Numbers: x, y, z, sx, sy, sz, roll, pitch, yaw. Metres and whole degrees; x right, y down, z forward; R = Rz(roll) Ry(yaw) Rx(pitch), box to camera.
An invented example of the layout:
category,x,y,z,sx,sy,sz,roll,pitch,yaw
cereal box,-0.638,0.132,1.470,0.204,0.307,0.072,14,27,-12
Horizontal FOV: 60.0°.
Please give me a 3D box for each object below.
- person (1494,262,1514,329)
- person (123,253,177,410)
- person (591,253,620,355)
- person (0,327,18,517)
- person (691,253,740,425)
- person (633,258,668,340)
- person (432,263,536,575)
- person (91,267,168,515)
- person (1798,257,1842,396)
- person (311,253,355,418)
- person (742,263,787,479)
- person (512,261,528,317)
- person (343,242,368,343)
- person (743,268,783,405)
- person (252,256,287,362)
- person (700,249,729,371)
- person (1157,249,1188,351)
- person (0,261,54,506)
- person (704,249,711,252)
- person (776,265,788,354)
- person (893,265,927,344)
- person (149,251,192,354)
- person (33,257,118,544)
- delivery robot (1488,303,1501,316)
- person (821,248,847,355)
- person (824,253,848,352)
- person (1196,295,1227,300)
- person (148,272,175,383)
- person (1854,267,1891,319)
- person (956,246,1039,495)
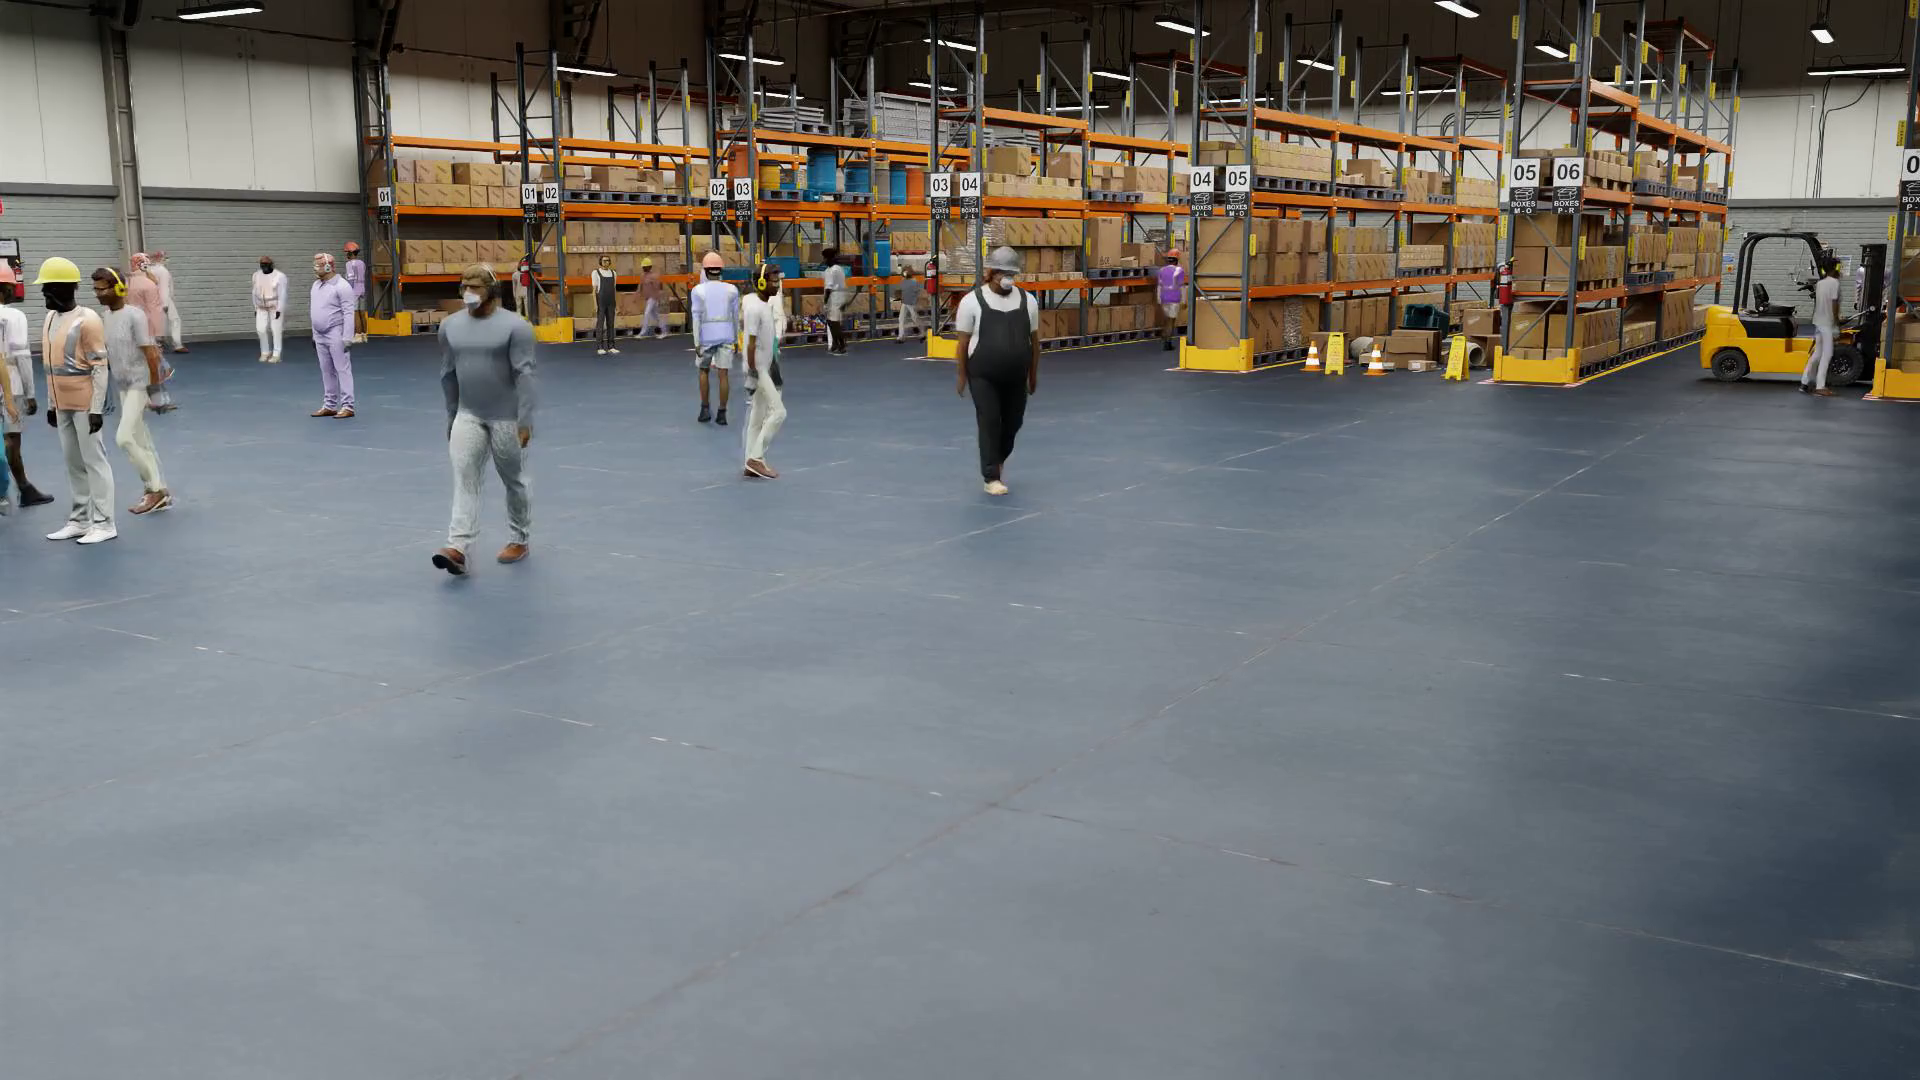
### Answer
category,x,y,z,sx,sy,sz,roll,pitch,yaw
person,13.040,-5.962,39.615,0.687,1.861,0.995,3,11,17
person,-9.888,-2.525,20.217,0.642,1.907,0.410,5,11,28
person,-6.466,-4.310,30.377,0.506,1.846,0.345,-10,14,-44
person,-6.987,-0.967,11.719,0.612,1.817,0.533,-5,11,-25
person,-2.756,-2.263,18.740,0.559,1.911,0.717,-3,11,-16
person,-6.497,-5.051,34.908,0.944,1.711,0.528,-9,14,-42
person,-2.938,-0.735,10.223,0.655,1.888,0.985,2,10,9
person,-6.212,-1.104,12.412,0.524,1.842,0.499,8,13,36
person,11.499,-2.837,22.181,0.397,1.837,0.637,0,10,2
person,-7.307,-2.360,19.300,0.641,1.904,0.401,6,12,32
person,-1.685,-1.435,14.280,0.459,1.853,0.536,0,10,-3
person,-10.082,-5.632,38.404,0.493,1.624,0.280,0,10,-2
person,-12.268,-5.002,33.699,0.372,2.042,0.615,1,10,7
person,-2.493,-2.614,21.238,0.533,1.730,0.892,1,10,6
person,-11.717,-3.909,28.241,0.635,1.814,0.481,1,10,3
person,-3.945,-3.670,26.547,0.371,1.935,0.627,-5,11,-26
person,4.047,-4.549,31.515,0.548,1.913,0.664,9,13,40
person,-7.262,-1.136,12.478,0.547,1.899,0.909,3,11,17
person,-6.079,-6.119,40.402,0.586,1.882,0.342,6,12,31
person,-3.381,-4.208,30.410,0.372,1.623,0.528,6,12,32
person,-0.982,-4.751,33.536,0.508,1.601,0.823,10,14,44
person,-14.516,-4.340,30.437,0.654,1.877,0.797,6,12,32
person,-5.984,-0.934,11.237,0.585,1.929,0.377,6,12,32
delivery robot,12.913,-5.516,40.482,0.707,0.478,0.477,-1,10,-8
person,-2.319,-4.289,29.995,0.643,1.934,0.638,3,11,17
person,-2.281,-4.364,30.691,0.429,1.842,0.634,2,10,11
person,4.569,-4.391,30.315,0.606,2.035,0.405,6,12,31
person,-11.676,-3.059,23.999,0.366,1.617,0.518,-8,13,-39
person,17.290,-4.554,31.543,0.585,1.921,0.392,6,12,29
person,0.298,-1.429,13.696,0.689,2.000,0.858,-3,11,-16
